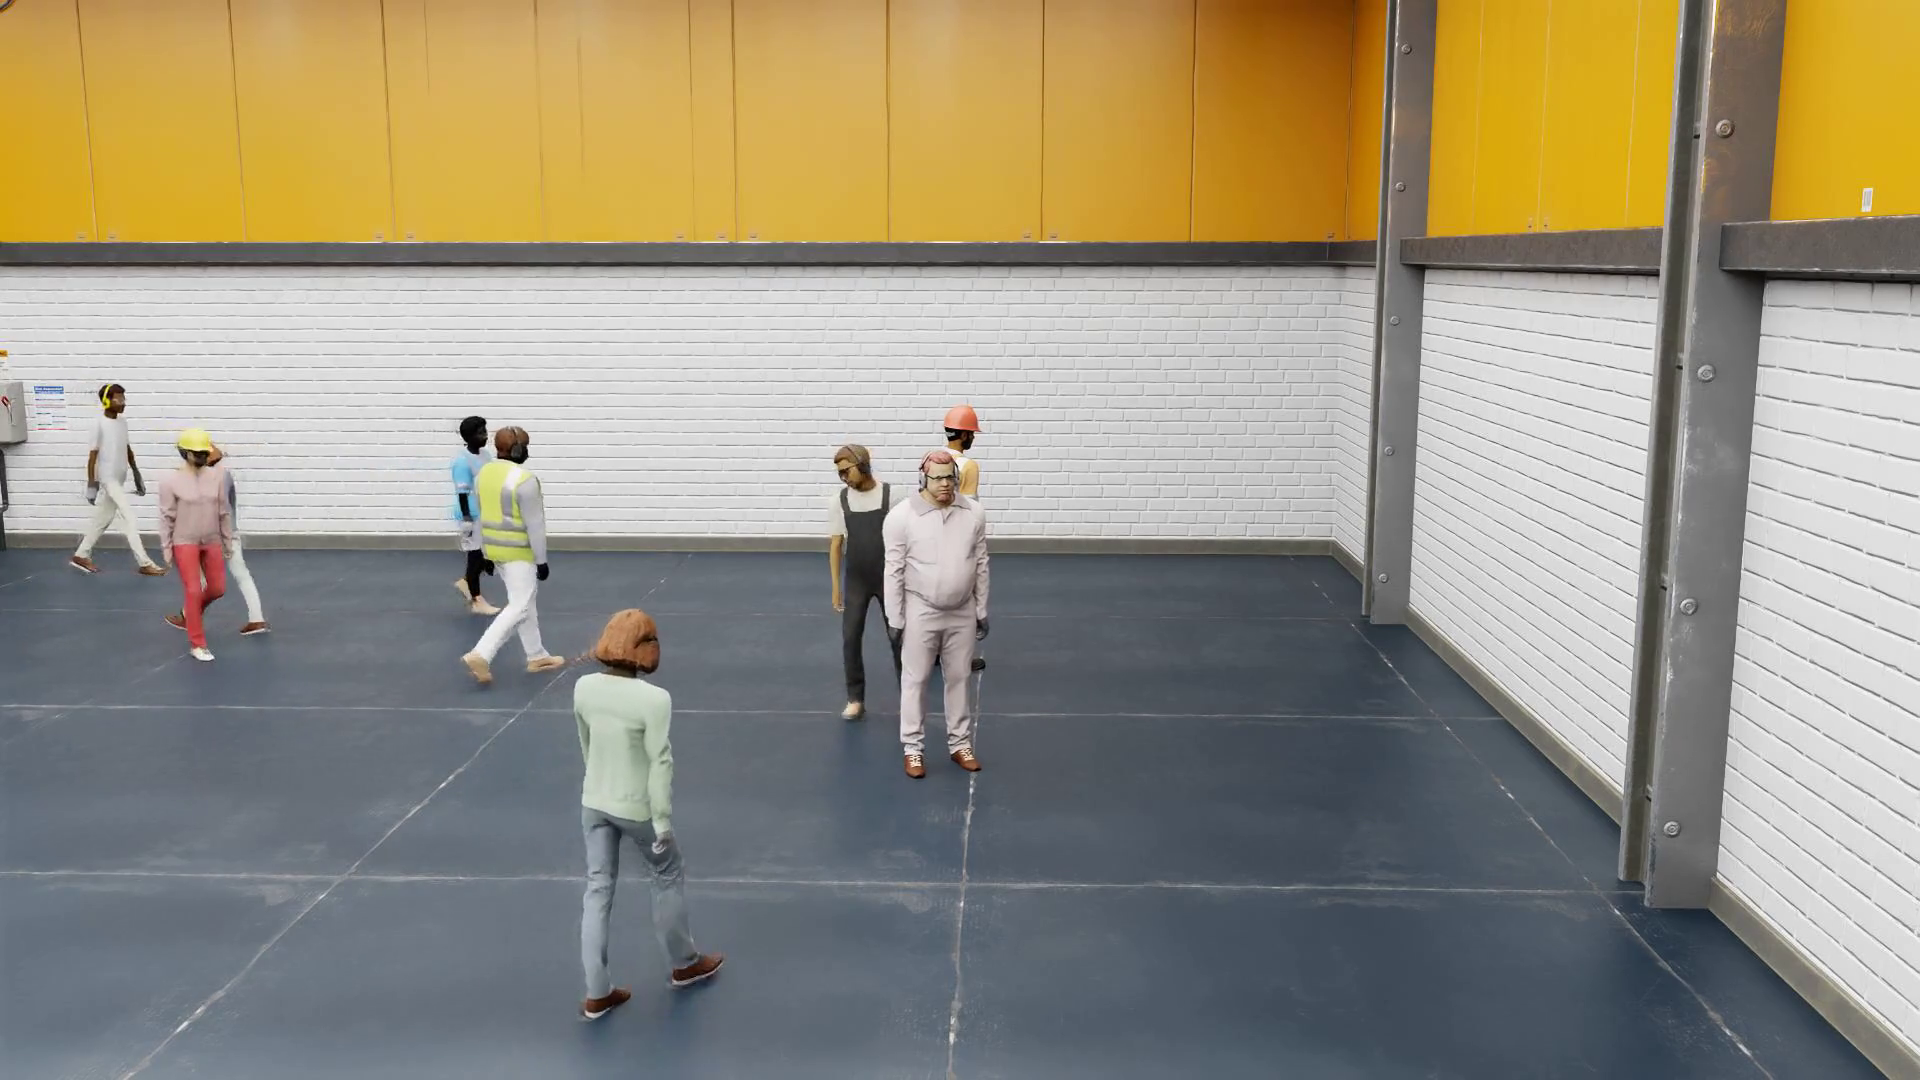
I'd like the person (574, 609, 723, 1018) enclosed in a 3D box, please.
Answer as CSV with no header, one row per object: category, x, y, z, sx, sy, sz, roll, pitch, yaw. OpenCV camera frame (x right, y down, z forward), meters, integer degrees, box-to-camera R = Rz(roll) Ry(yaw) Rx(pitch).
person,-1.284,1.061,6.699,0.522,1.601,0.736,5,11,26

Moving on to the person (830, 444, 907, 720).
person,-0.546,0.274,10.724,0.579,1.808,0.352,1,10,5

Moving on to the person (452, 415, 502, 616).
person,-4.033,-0.200,13.834,0.395,1.683,0.554,2,10,10

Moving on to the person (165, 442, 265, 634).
person,-5.903,-0.032,13.149,0.901,1.576,0.522,3,10,18

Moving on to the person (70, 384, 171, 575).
person,-7.985,-0.565,15.630,0.986,1.820,0.535,0,10,1

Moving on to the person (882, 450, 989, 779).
person,-0.121,0.422,9.588,0.636,1.900,0.403,-4,11,-24

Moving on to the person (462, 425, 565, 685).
person,-3.175,0.100,11.708,0.637,1.816,0.838,9,13,41

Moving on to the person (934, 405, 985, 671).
person,-0.017,-0.010,12.029,0.380,1.929,0.539,-8,13,-39

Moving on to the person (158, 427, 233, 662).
person,-5.732,0.011,12.422,0.559,1.740,0.535,7,12,37
